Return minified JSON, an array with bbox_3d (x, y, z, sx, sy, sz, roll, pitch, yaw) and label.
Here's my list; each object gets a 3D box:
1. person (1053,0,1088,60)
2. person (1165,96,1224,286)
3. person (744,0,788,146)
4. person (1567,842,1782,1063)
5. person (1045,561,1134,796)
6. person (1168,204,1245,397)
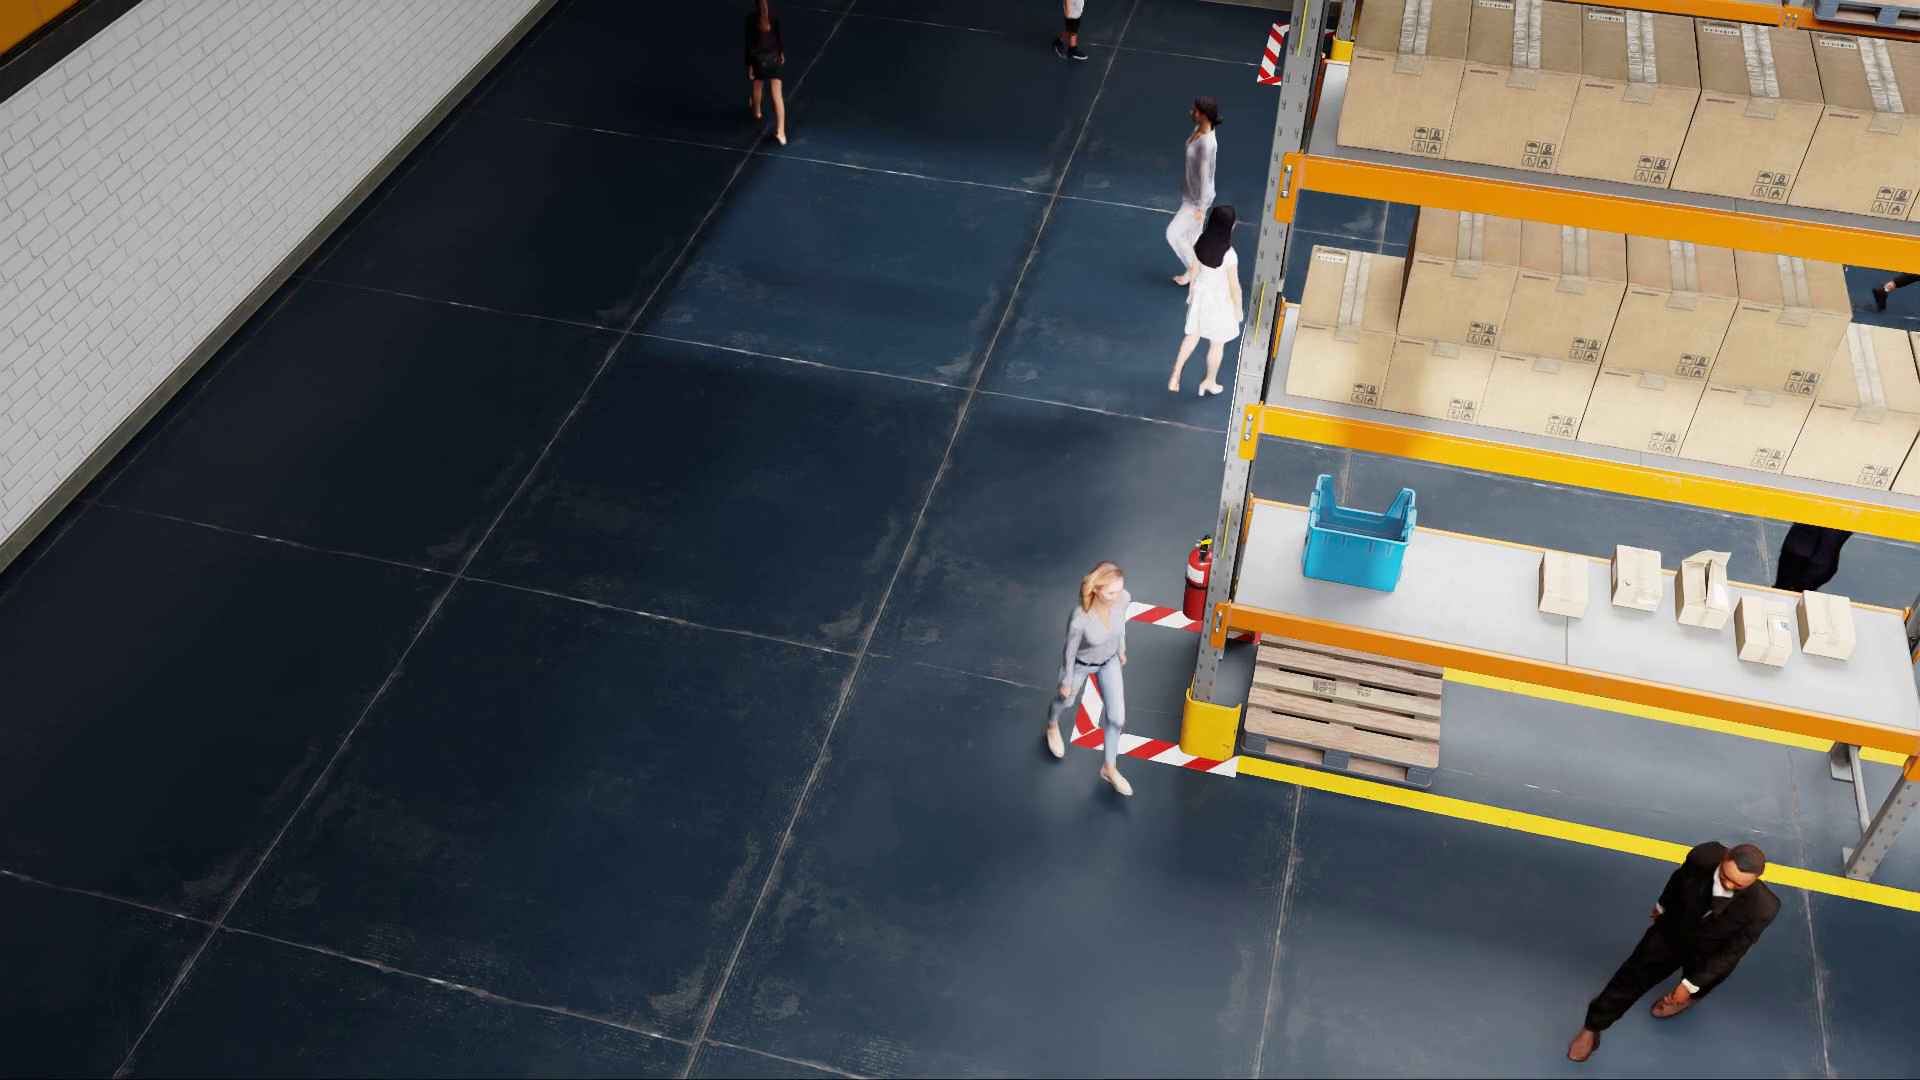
[{"bbox_3d":[1.107,-5.513,16.968,0.643,1.256,0.565,21,48,21],"label":"person"},{"bbox_3d":[2.051,-2.868,13.827,0.689,1.760,0.680,1,44,1],"label":"person"},{"bbox_3d":[-1.804,-4.471,15.687,1.049,1.514,0.997,-14,45,-14],"label":"person"},{"bbox_3d":[3.875,2.065,8.593,1.288,1.837,1.294,-22,48,-22],"label":"person"},{"bbox_3d":[0.754,0.716,10.069,1.031,1.754,1.079,-17,46,-17],"label":"person"},{"bbox_3d":[1.871,-1.749,12.650,0.950,1.764,0.905,-27,50,-26],"label":"person"}]
